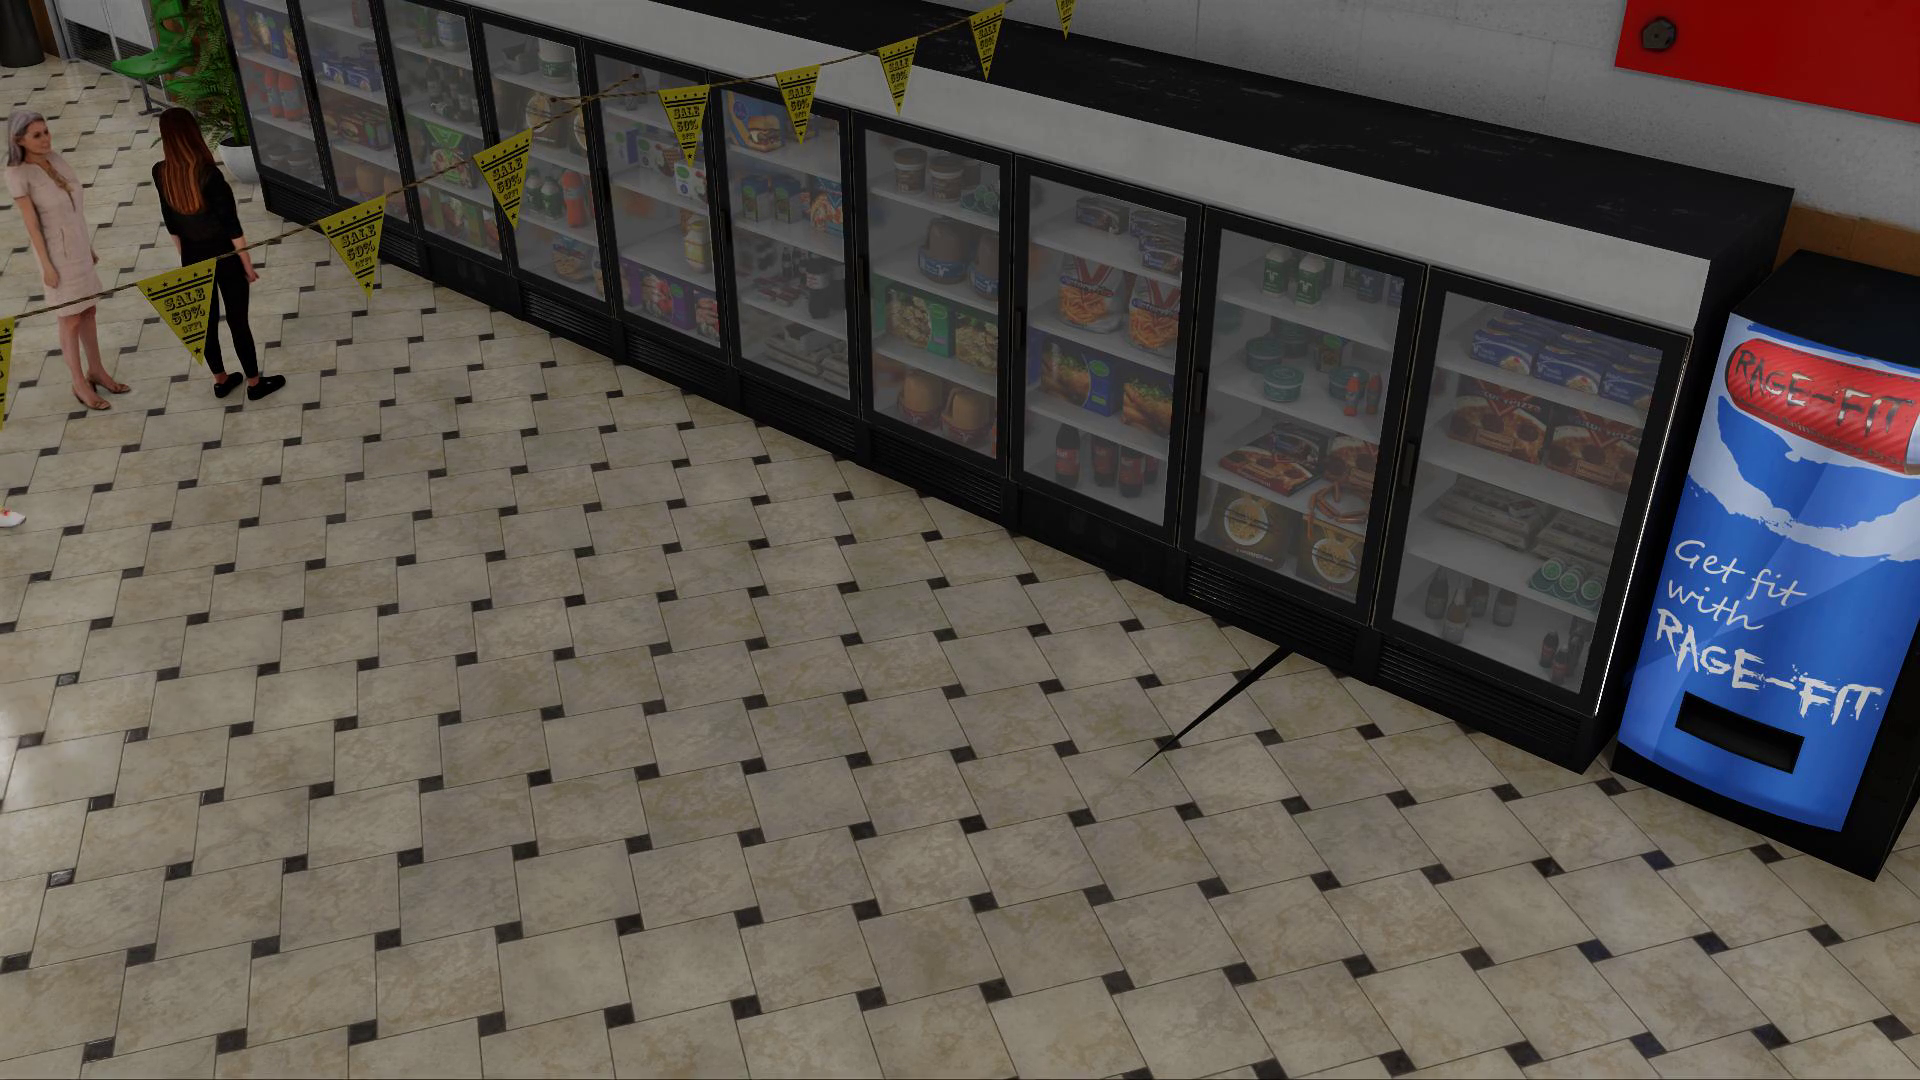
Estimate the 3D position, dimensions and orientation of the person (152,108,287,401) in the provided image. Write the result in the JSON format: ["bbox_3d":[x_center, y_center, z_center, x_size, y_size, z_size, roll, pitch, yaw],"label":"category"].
[{"bbox_3d":[-4.283,-1.612,9.486,0.675,1.713,0.675,6,32,10],"label":"person"}]

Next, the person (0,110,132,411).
[{"bbox_3d":[-5.072,-1.583,9.419,0.753,1.735,0.657,4,32,6],"label":"person"}]
